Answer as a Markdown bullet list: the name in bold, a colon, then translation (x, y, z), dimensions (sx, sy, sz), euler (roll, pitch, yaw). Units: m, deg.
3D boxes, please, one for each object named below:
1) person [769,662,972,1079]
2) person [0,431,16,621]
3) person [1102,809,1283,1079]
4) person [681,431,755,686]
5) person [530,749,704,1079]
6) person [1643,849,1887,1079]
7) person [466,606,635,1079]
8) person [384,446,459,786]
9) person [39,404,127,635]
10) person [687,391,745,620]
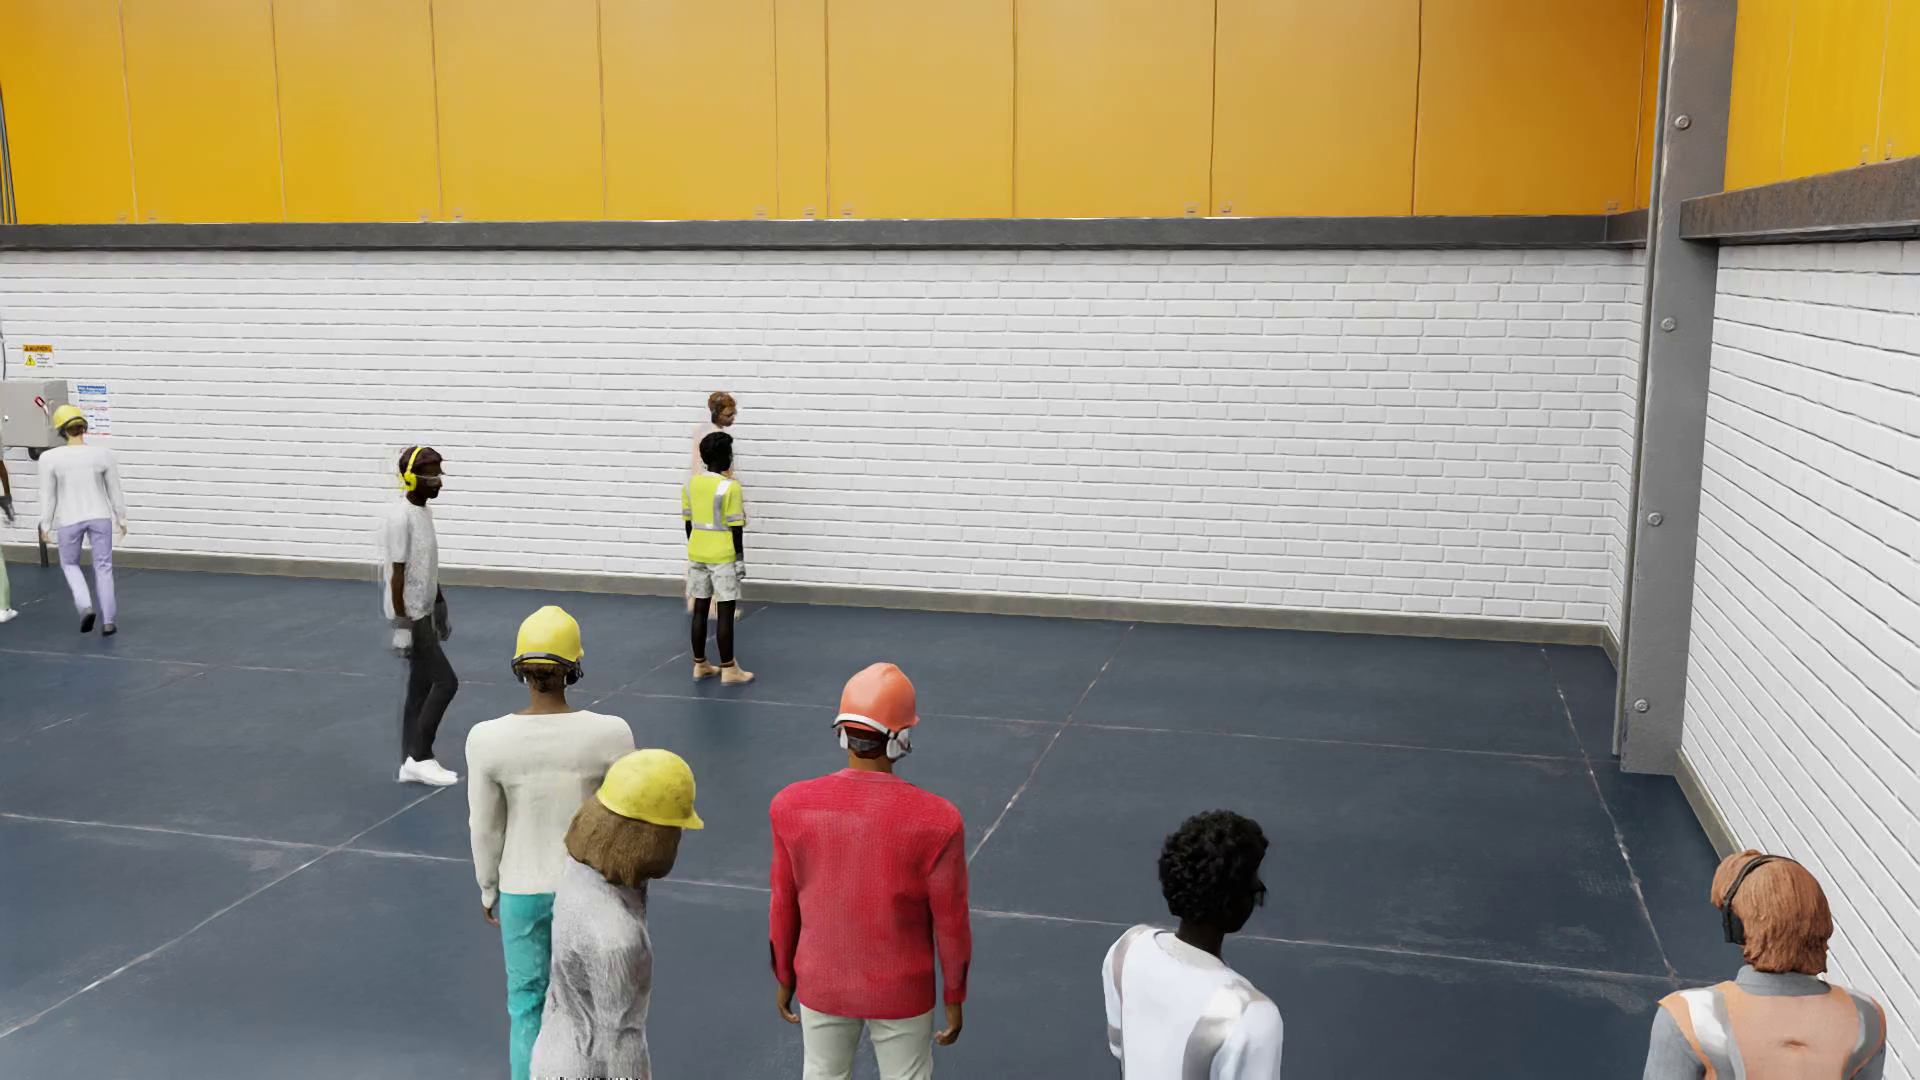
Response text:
- **person**: translation (-0.242, 1.198, 4.606), dimensions (0.575, 1.740, 0.353), euler (2, 10, 11)
- **person**: translation (-7.665, -0.276, 12.918), dimensions (0.537, 1.864, 0.312), euler (-6, 11, -32)
- **person**: translation (0.496, 1.400, 3.567), dimensions (0.319, 1.690, 0.537), euler (-5, 11, -29)
- **person**: translation (-1.627, 0.120, 11.075), dimensions (0.536, 1.695, 0.321), euler (8, 12, 38)
- **person**: translation (-0.824, 1.317, 4.011), dimensions (0.649, 1.692, 0.533), euler (-3, 10, -15)
- **person**: translation (1.641, 1.447, 3.463), dimensions (0.525, 1.632, 0.318), euler (-1, 10, -8)
- **person**: translation (-1.259, 1.080, 5.223), dimensions (0.525, 1.769, 0.308), euler (-1, 10, -9)
- **person**: translation (-2.838, 0.413, 8.909), dimensions (0.481, 1.847, 0.543), euler (-1, 10, -4)
- **person**: translation (-6.555, -0.142, 12.446), dimensions (0.577, 1.748, 0.379), euler (-7, 12, -34)
- **person**: translation (-1.947, -0.269, 13.046), dimensions (0.370, 1.806, 0.596), euler (-5, 11, -26)
